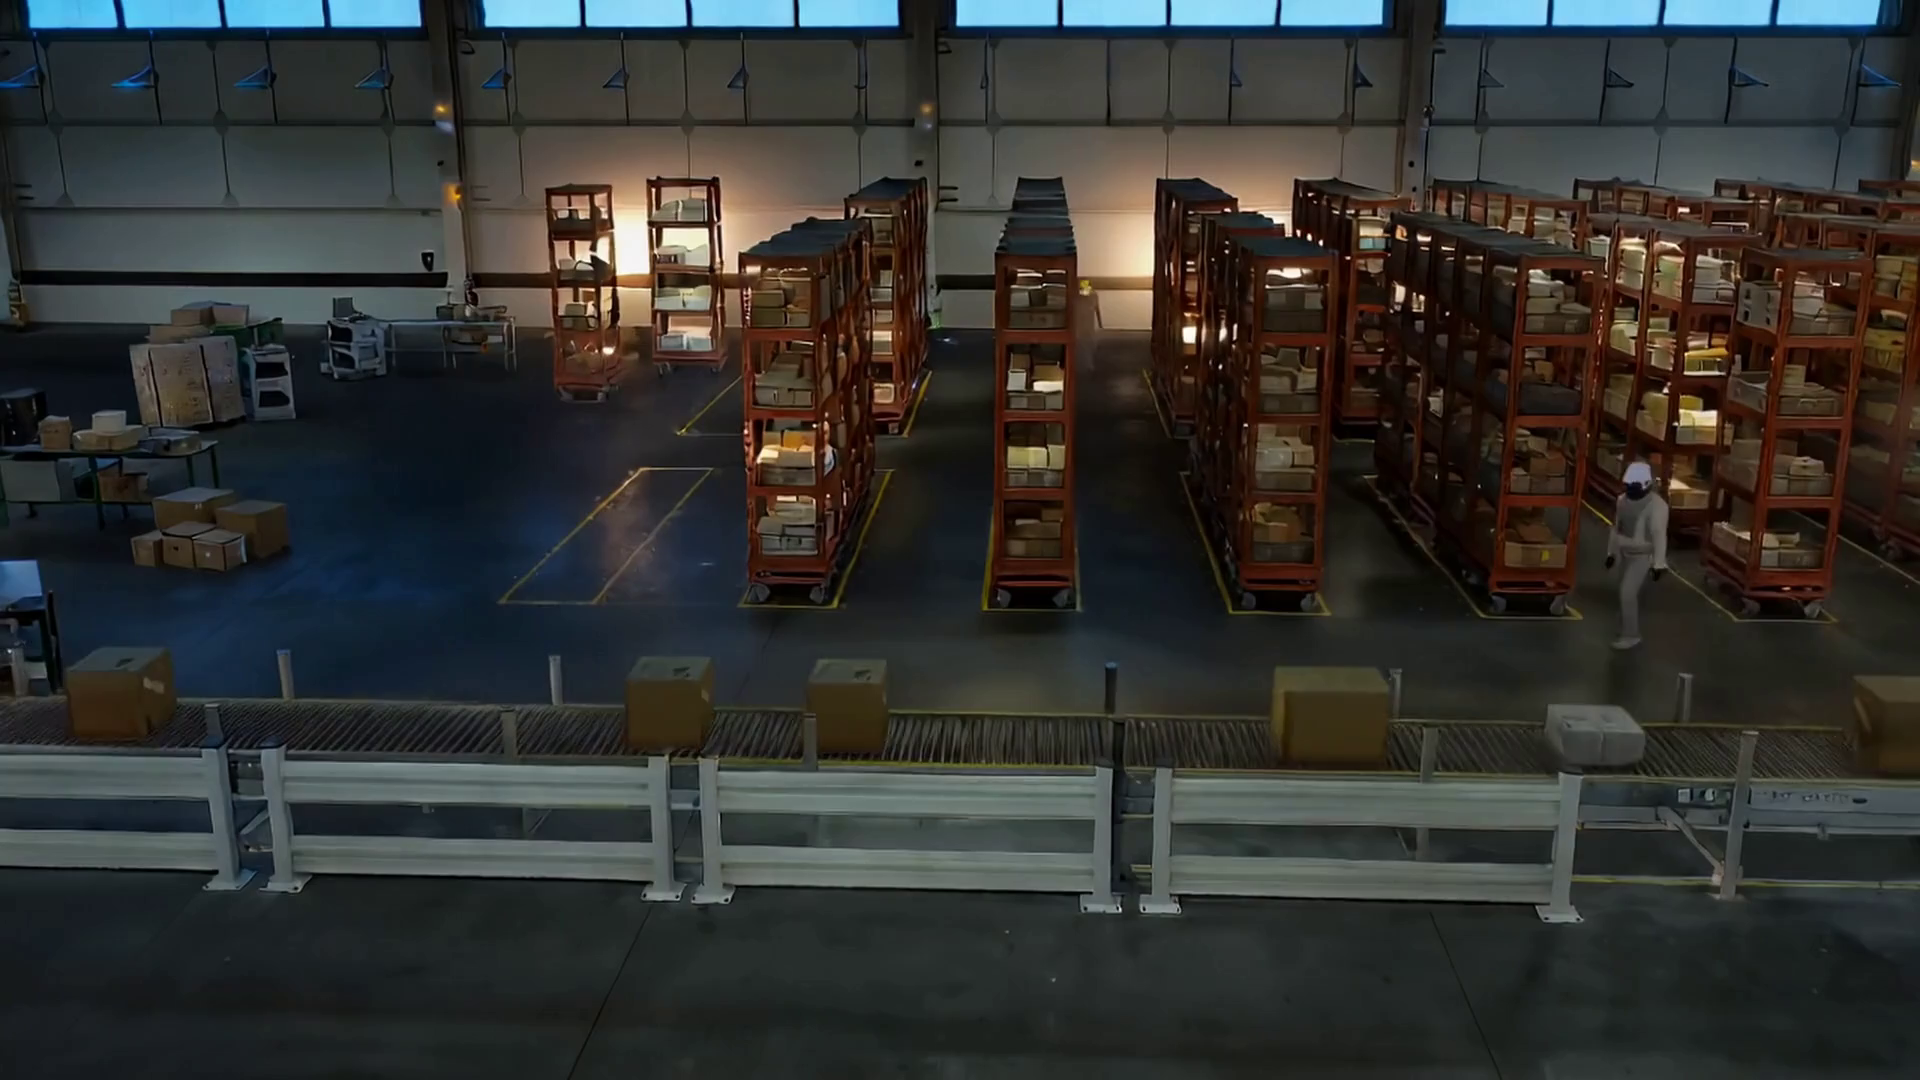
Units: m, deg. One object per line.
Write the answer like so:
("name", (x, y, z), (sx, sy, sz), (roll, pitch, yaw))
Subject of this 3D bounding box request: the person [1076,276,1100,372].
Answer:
("person", (2.351, -4.058, 31.162), (0.608, 1.815, 0.513), (-5, 16, -18))

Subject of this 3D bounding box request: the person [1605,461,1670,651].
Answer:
("person", (6.263, 0.156, 15.518), (0.459, 1.812, 0.627), (-5, 16, -18))
